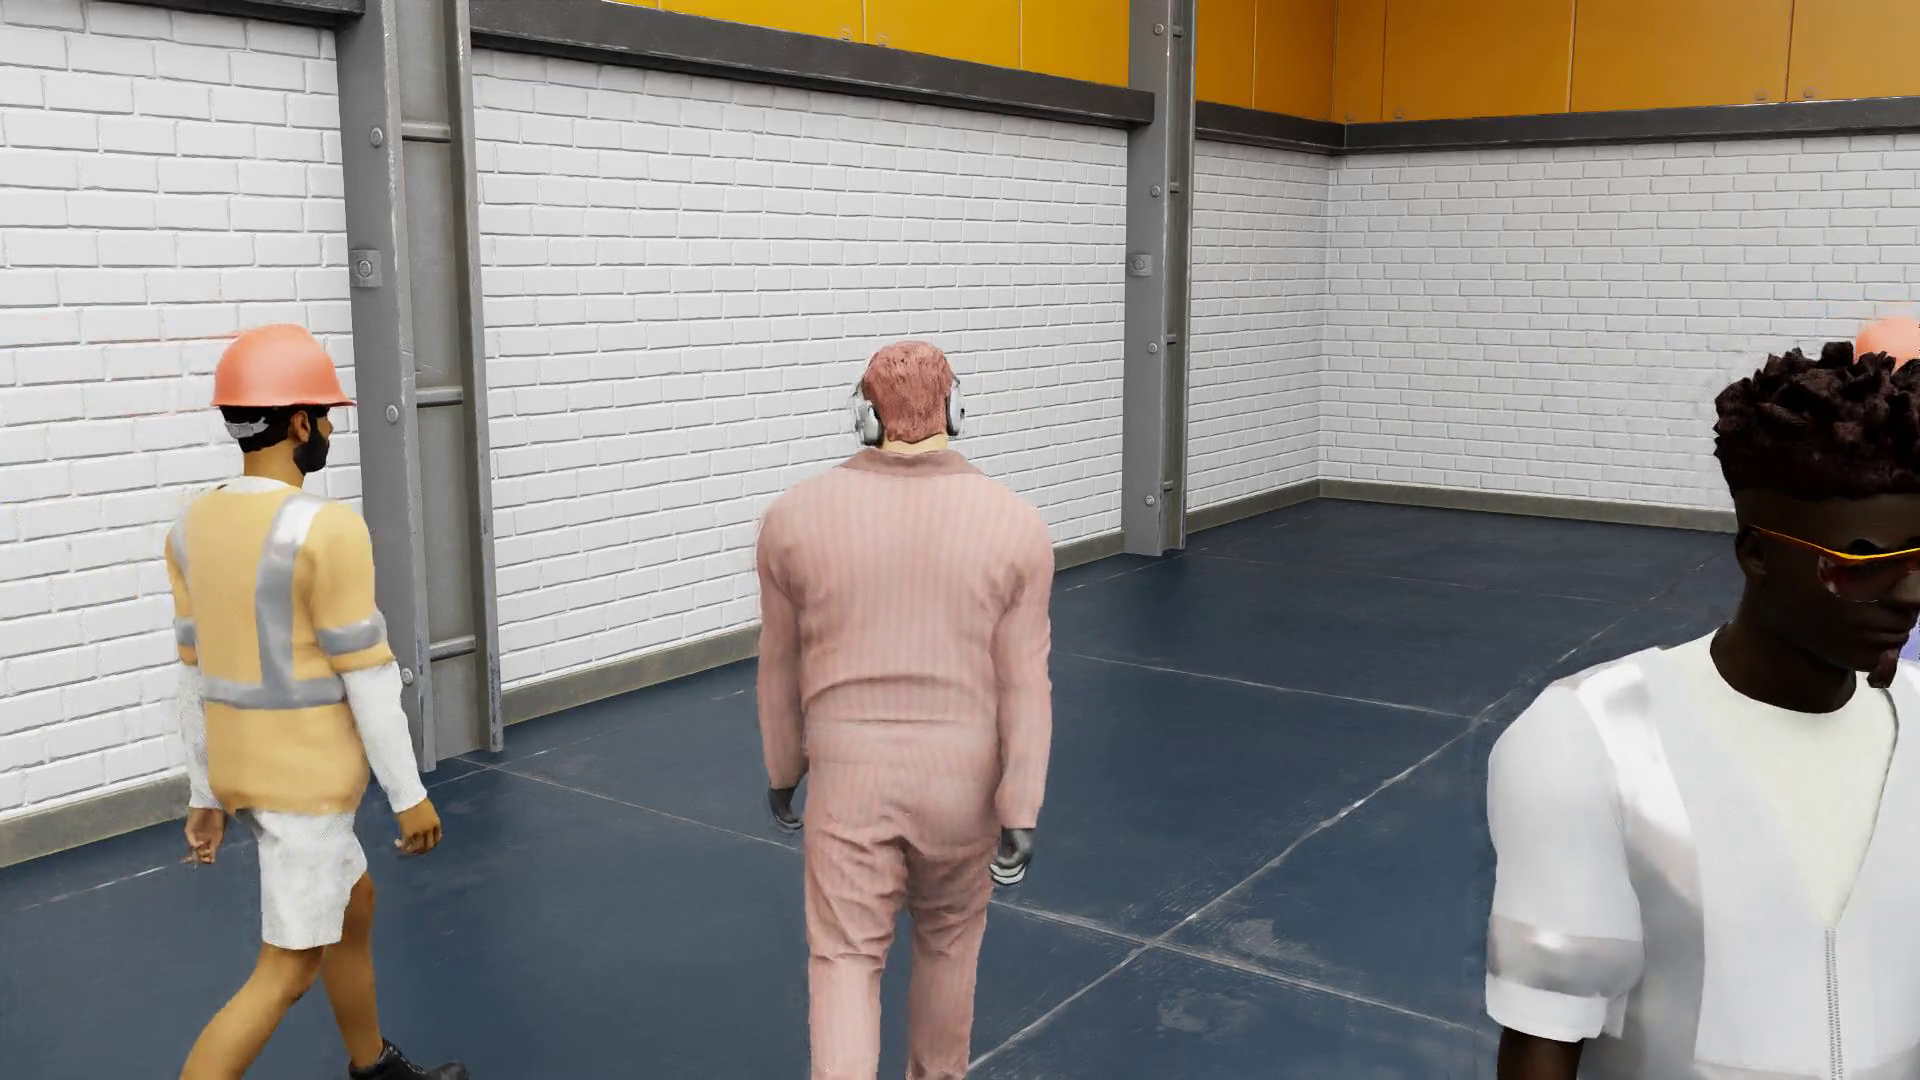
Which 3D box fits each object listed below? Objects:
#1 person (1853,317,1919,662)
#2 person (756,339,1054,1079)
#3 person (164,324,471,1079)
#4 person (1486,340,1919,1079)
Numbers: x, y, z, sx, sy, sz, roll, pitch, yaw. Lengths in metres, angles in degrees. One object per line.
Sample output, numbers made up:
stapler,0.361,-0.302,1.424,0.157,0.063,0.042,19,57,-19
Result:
person,2.501,0.337,4.533,0.564,1.876,1.038,4,10,23
person,-0.127,0.518,3.493,0.646,1.866,0.882,1,10,3
person,-1.472,0.500,3.509,0.545,1.903,0.946,7,12,36
person,0.852,0.770,1.766,0.633,1.938,0.780,-1,10,-9
